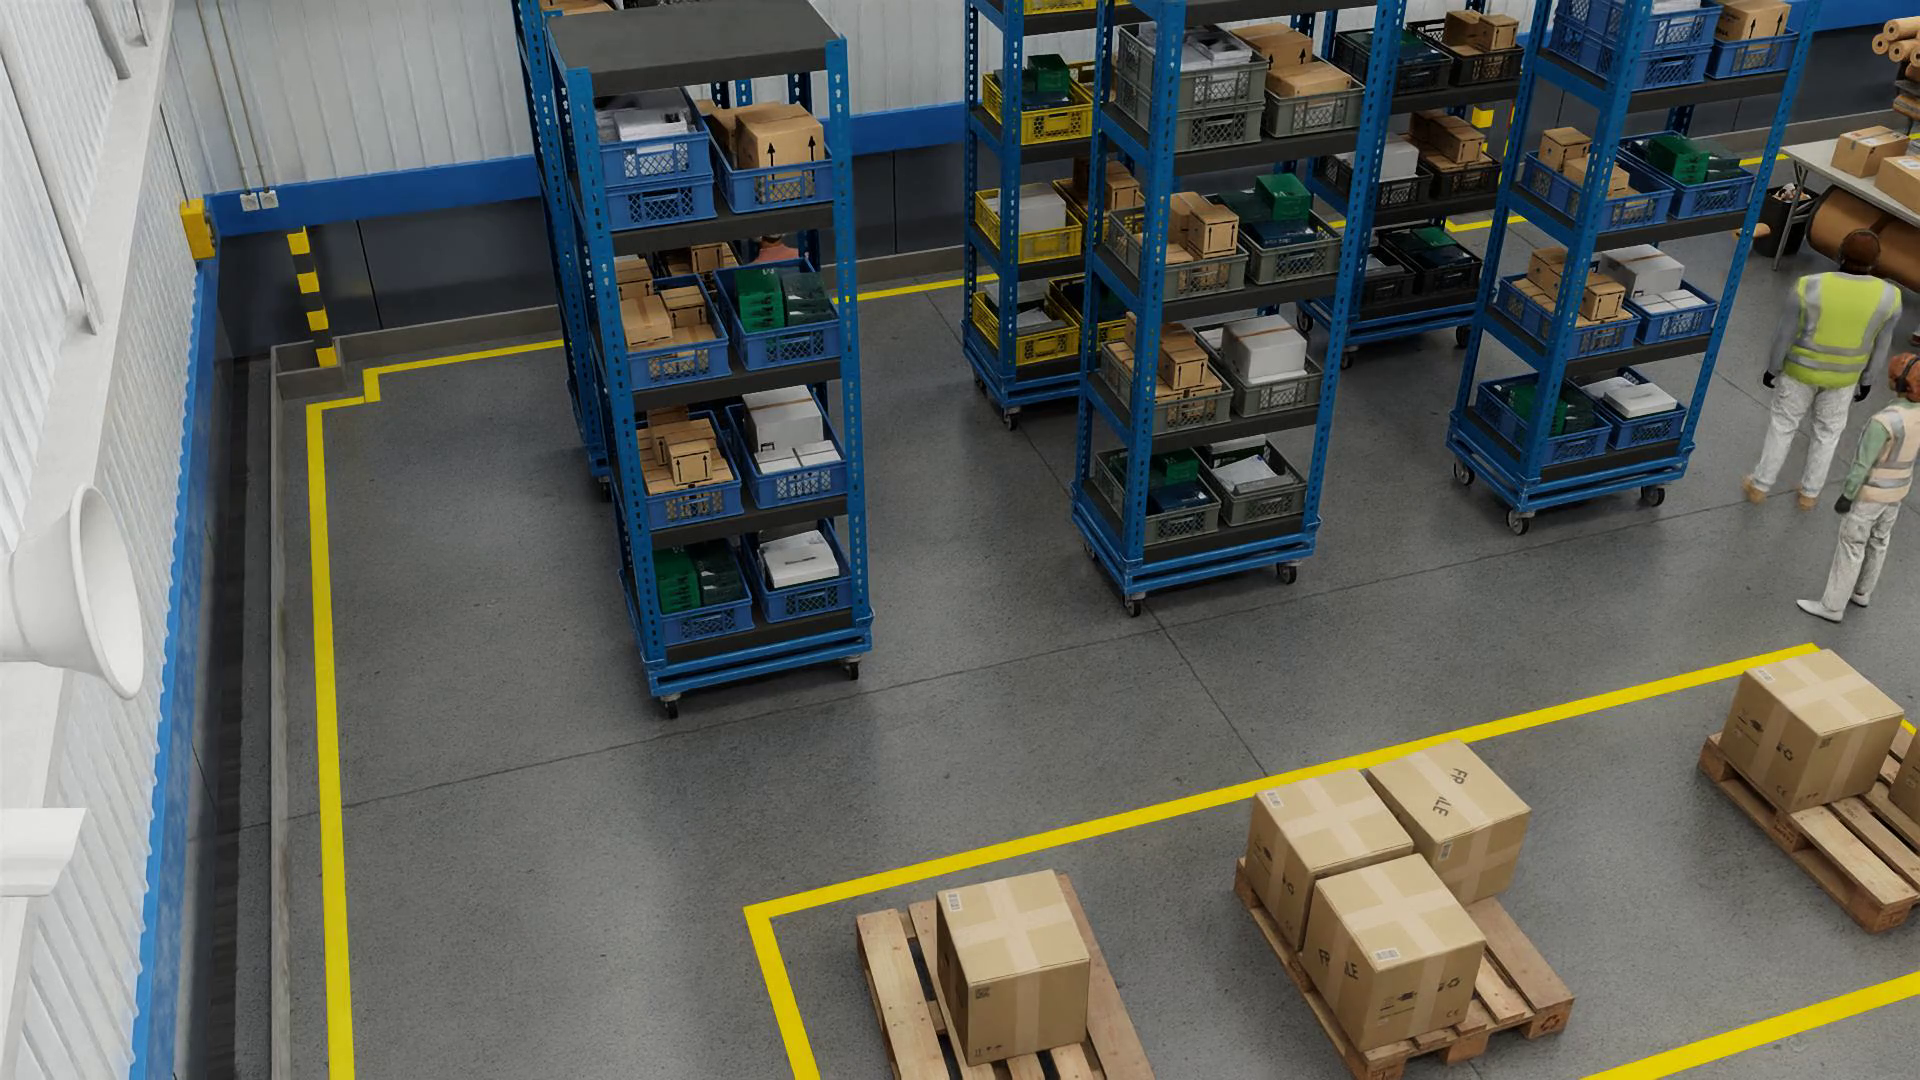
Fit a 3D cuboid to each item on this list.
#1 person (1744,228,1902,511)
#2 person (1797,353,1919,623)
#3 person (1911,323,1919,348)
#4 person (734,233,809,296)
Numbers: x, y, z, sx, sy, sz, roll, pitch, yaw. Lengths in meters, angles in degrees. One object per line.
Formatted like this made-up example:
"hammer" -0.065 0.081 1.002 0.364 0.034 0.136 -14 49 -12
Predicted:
"person" 5.244 -1.028 10.137 0.634 1.839 0.429 10 36 14
"person" 5.097 -0.286 9.266 0.515 1.631 0.317 -21 40 -27
"person" 7.155 -2.140 11.640 0.367 1.931 0.629 4 35 6
"person" -1.129 -1.176 10.232 0.625 1.980 0.409 -28 44 -34
